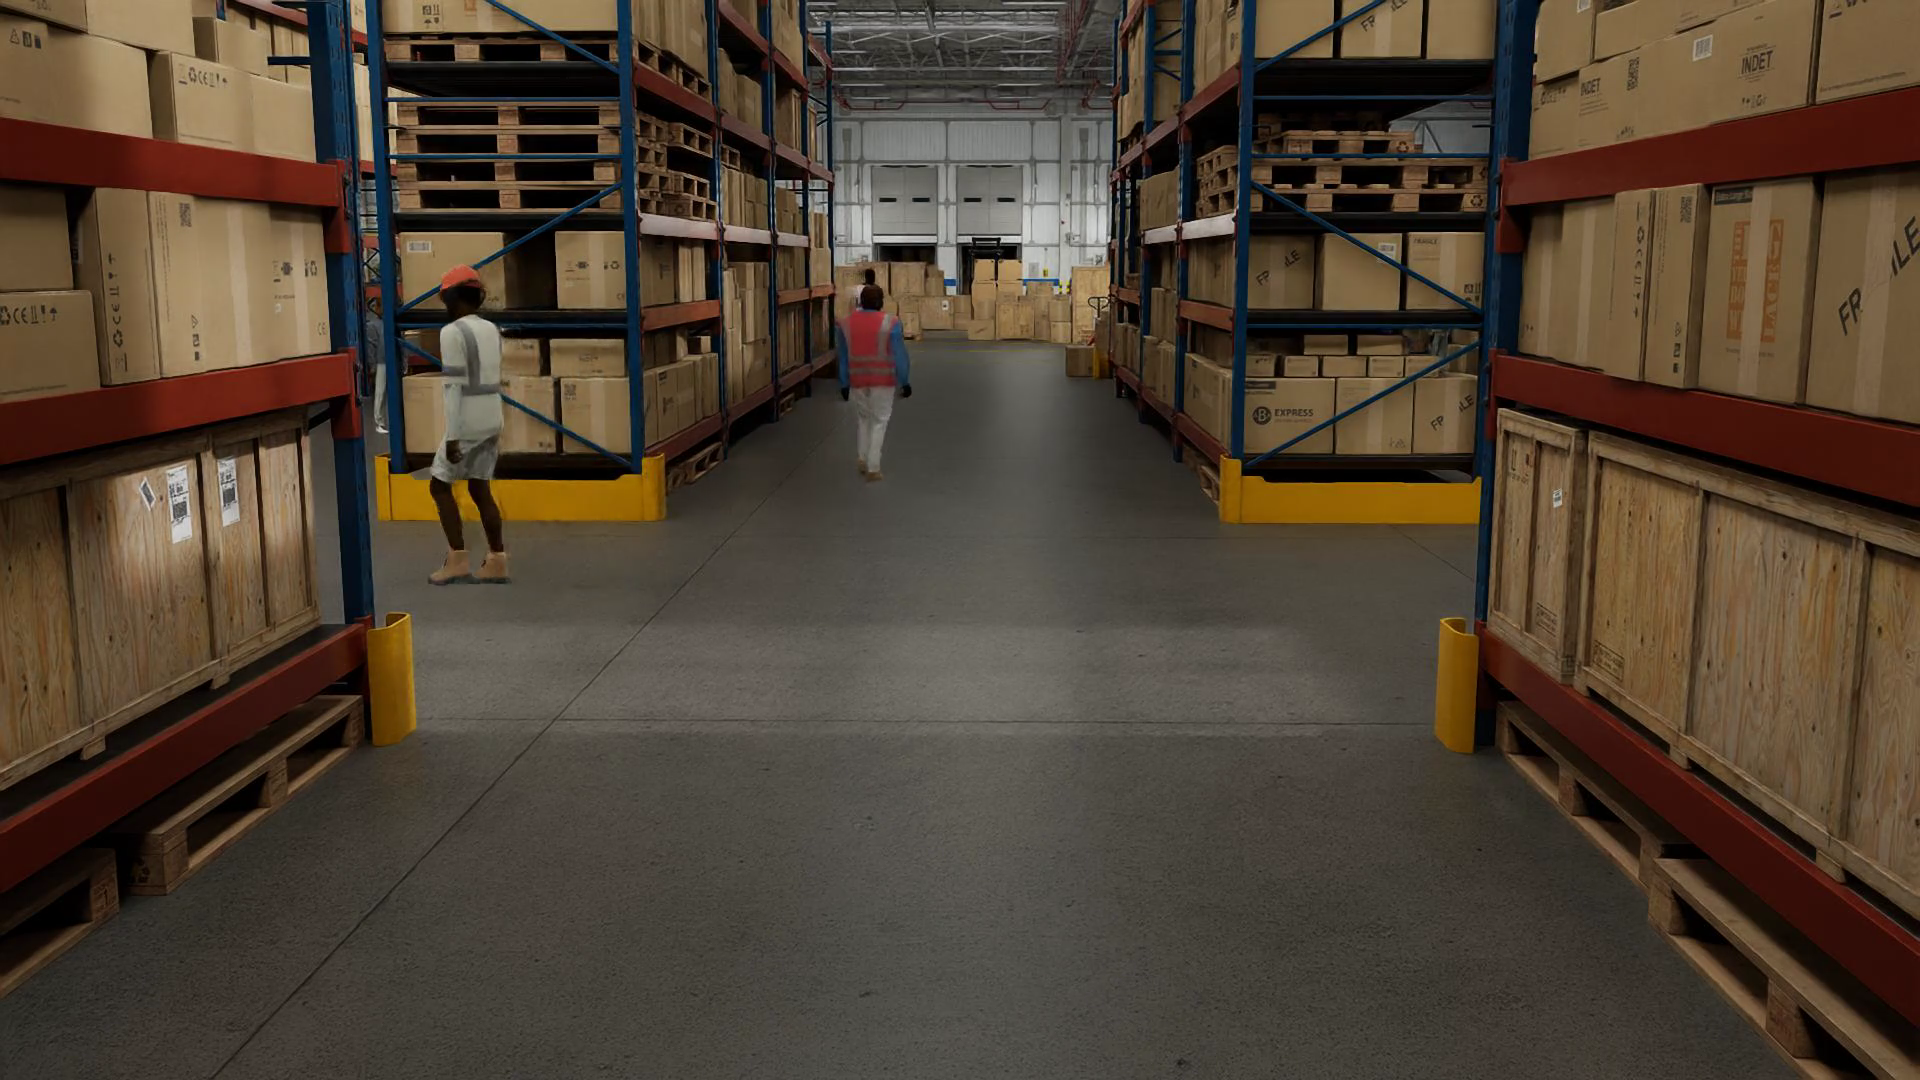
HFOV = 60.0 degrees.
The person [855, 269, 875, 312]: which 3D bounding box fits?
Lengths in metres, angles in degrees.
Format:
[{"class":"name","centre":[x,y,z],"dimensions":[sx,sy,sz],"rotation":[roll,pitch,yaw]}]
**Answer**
[{"class":"person","centre":[-1.685,-4.327,32.438],"dimensions":[0.925,1.881,0.628],"rotation":[-6,11,-32]}]

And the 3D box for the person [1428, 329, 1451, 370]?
[{"class":"person","centre":[7.953,-3.389,27.575],"dimensions":[0.523,1.638,0.311],"rotation":[-7,12,-35]}]

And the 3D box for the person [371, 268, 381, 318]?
[{"class":"person","centre":[-19.208,-8.047,54.898],"dimensions":[0.569,1.827,0.404],"rotation":[8,13,41]}]

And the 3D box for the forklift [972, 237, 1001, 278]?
[{"class":"forklift","centre":[0.847,-8.362,53.652],"dimensions":[1.129,2.768,1.873],"rotation":[0,9,1]}]

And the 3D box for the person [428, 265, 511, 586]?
[{"class":"person","centre":[-3.123,-0.699,10.379],"dimensions":[0.624,2.000,0.679],"rotation":[2,10,14]}]

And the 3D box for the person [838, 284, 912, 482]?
[{"class":"person","centre":[-0.763,-1.464,15.503],"dimensions":[0.631,1.822,0.643],"rotation":[4,10,22]}]

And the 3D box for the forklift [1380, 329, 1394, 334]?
[{"class":"forklift","centre":[6.452,-3.845,26.591],"dimensions":[1.129,2.768,1.873],"rotation":[4,10,22]}]

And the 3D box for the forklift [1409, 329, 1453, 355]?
[{"class":"forklift","centre":[9.724,-4.779,32.187],"dimensions":[1.873,2.768,1.129],"rotation":[0,9,1]}]

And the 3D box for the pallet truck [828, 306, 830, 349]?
[{"class":"pallet truck","centre":[-3.100,-3.940,29.800],"dimensions":[1.885,1.965,0.823],"rotation":[3,10,19]}]

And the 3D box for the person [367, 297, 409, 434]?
[{"class":"person","centre":[-6.785,-2.075,19.746],"dimensions":[0.277,1.627,0.502],"rotation":[7,12,37]}]
